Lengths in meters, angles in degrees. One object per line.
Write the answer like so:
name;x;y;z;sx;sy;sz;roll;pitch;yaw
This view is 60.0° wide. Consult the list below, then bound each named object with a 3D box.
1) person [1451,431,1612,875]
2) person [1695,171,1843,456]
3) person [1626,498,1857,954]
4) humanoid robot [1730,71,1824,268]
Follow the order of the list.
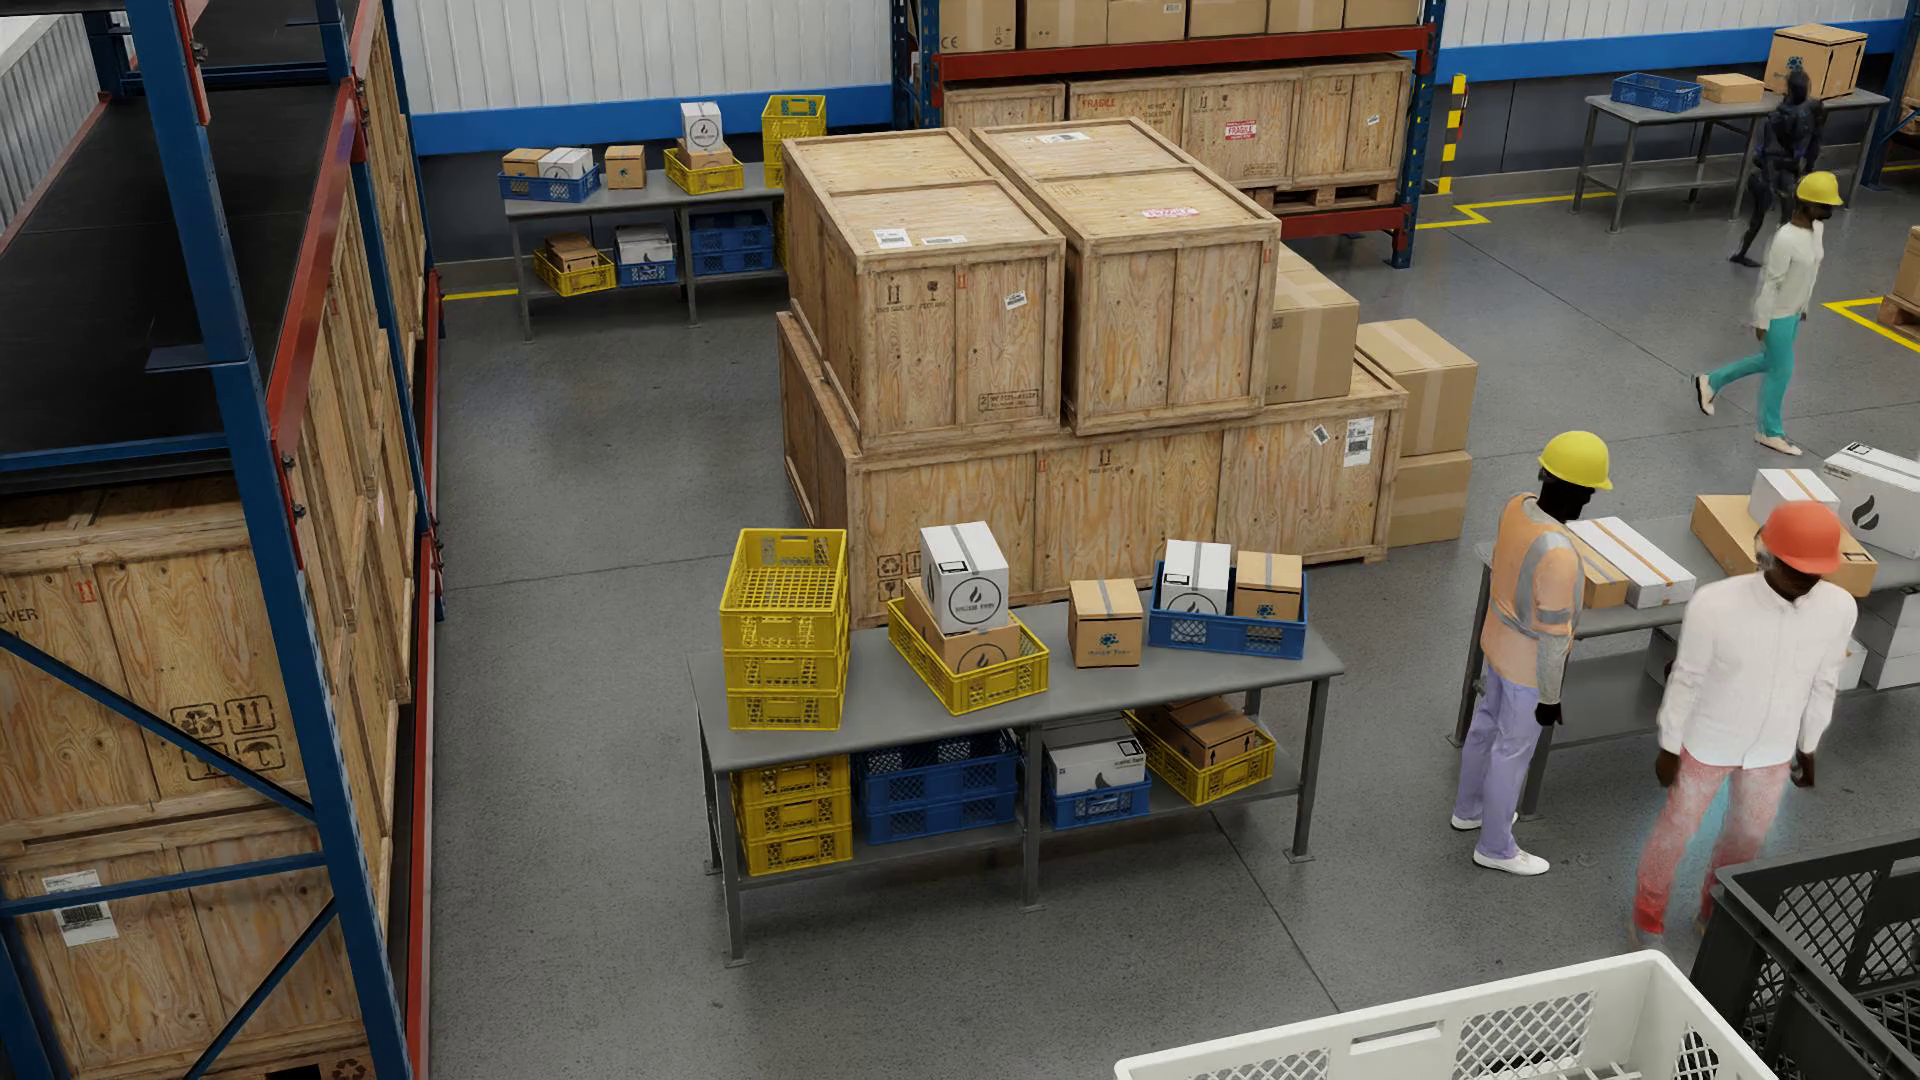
person;2.256;0.451;6.589;0.372;1.918;0.583;-2;29;-3
person;4.986;-1.426;10.178;0.528;1.741;0.730;-24;37;-37
person;2.817;0.729;6.010;0.610;1.991;0.397;0;29;0
humanoid robot;6.343;-2.826;12.822;0.616;1.607;0.678;-4;29;-7
